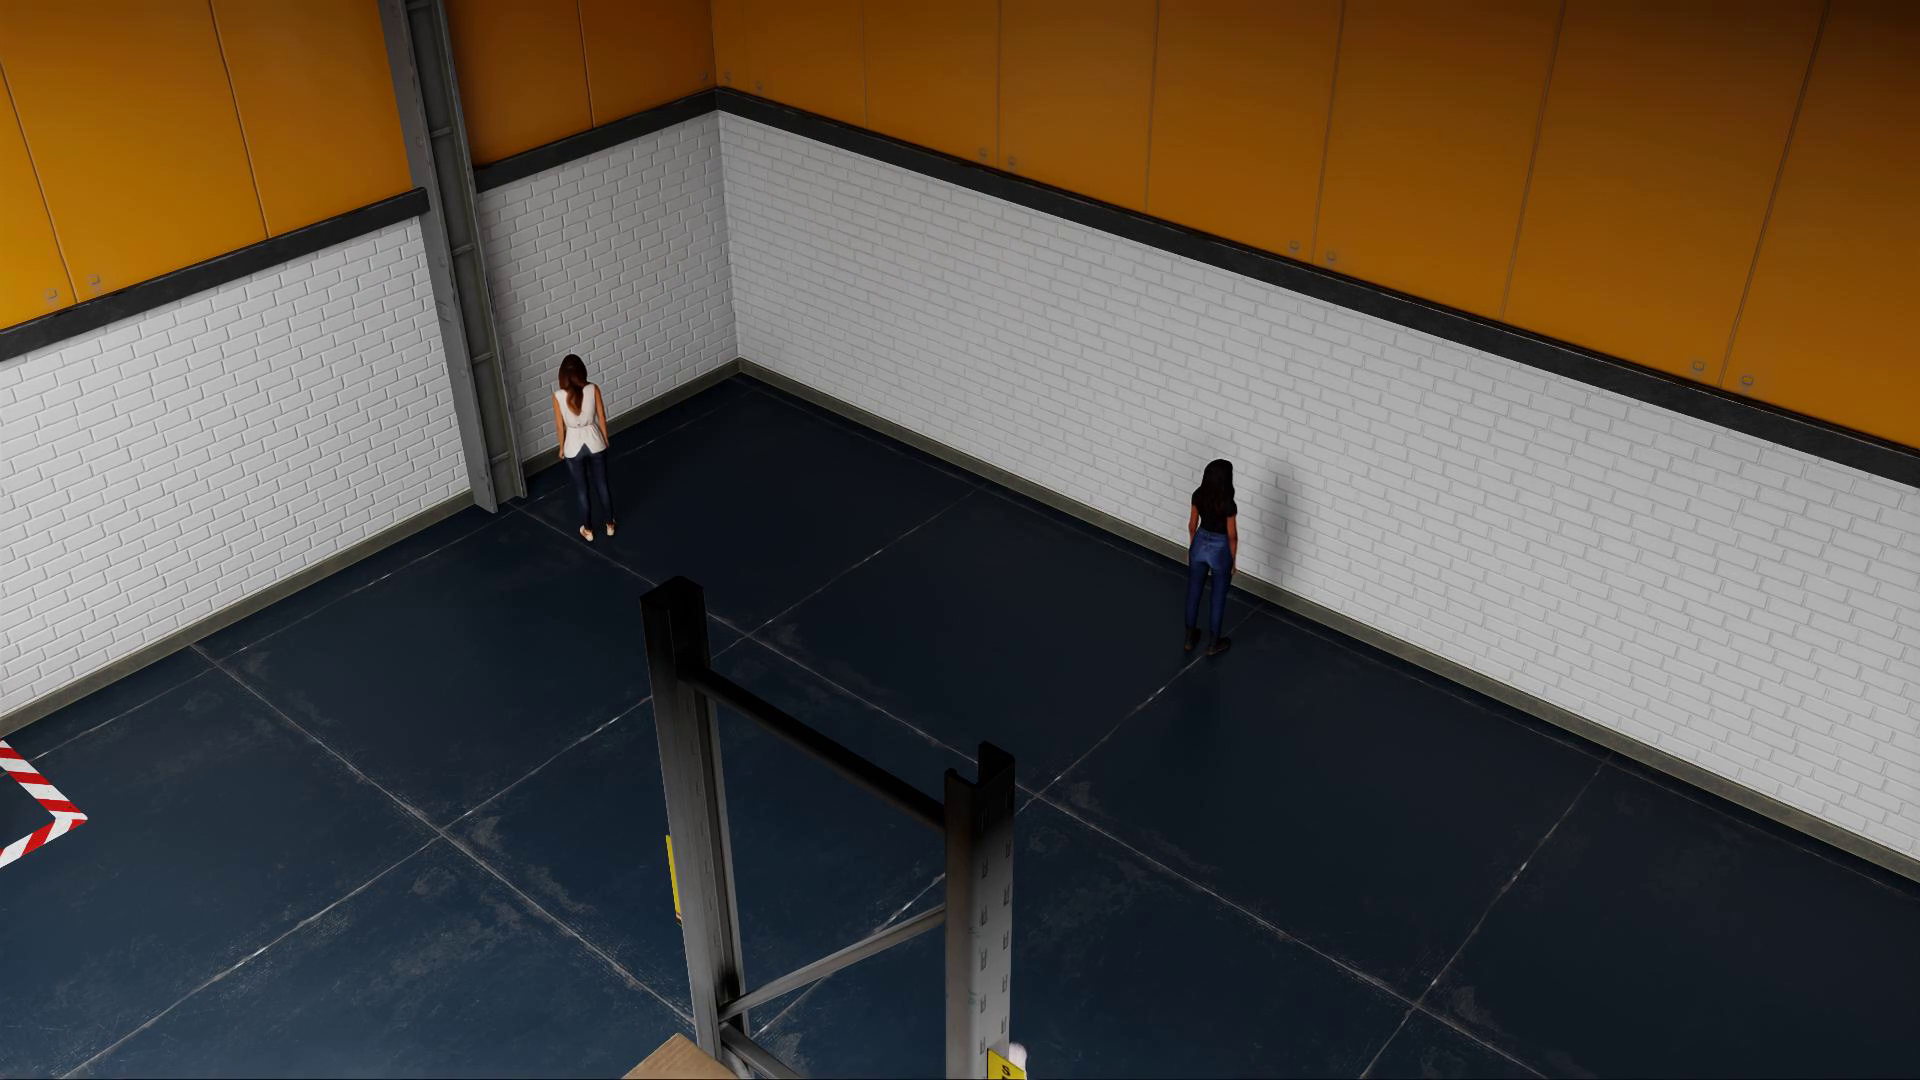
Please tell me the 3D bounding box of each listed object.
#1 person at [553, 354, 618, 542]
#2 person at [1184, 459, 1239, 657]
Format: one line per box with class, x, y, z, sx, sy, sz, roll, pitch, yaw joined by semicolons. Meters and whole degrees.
person;-3.239;-0.792;14.372;0.621;1.784;0.735;-12;35;-17
person;1.963;0.135;13.018;0.579;1.740;0.560;19;38;26
